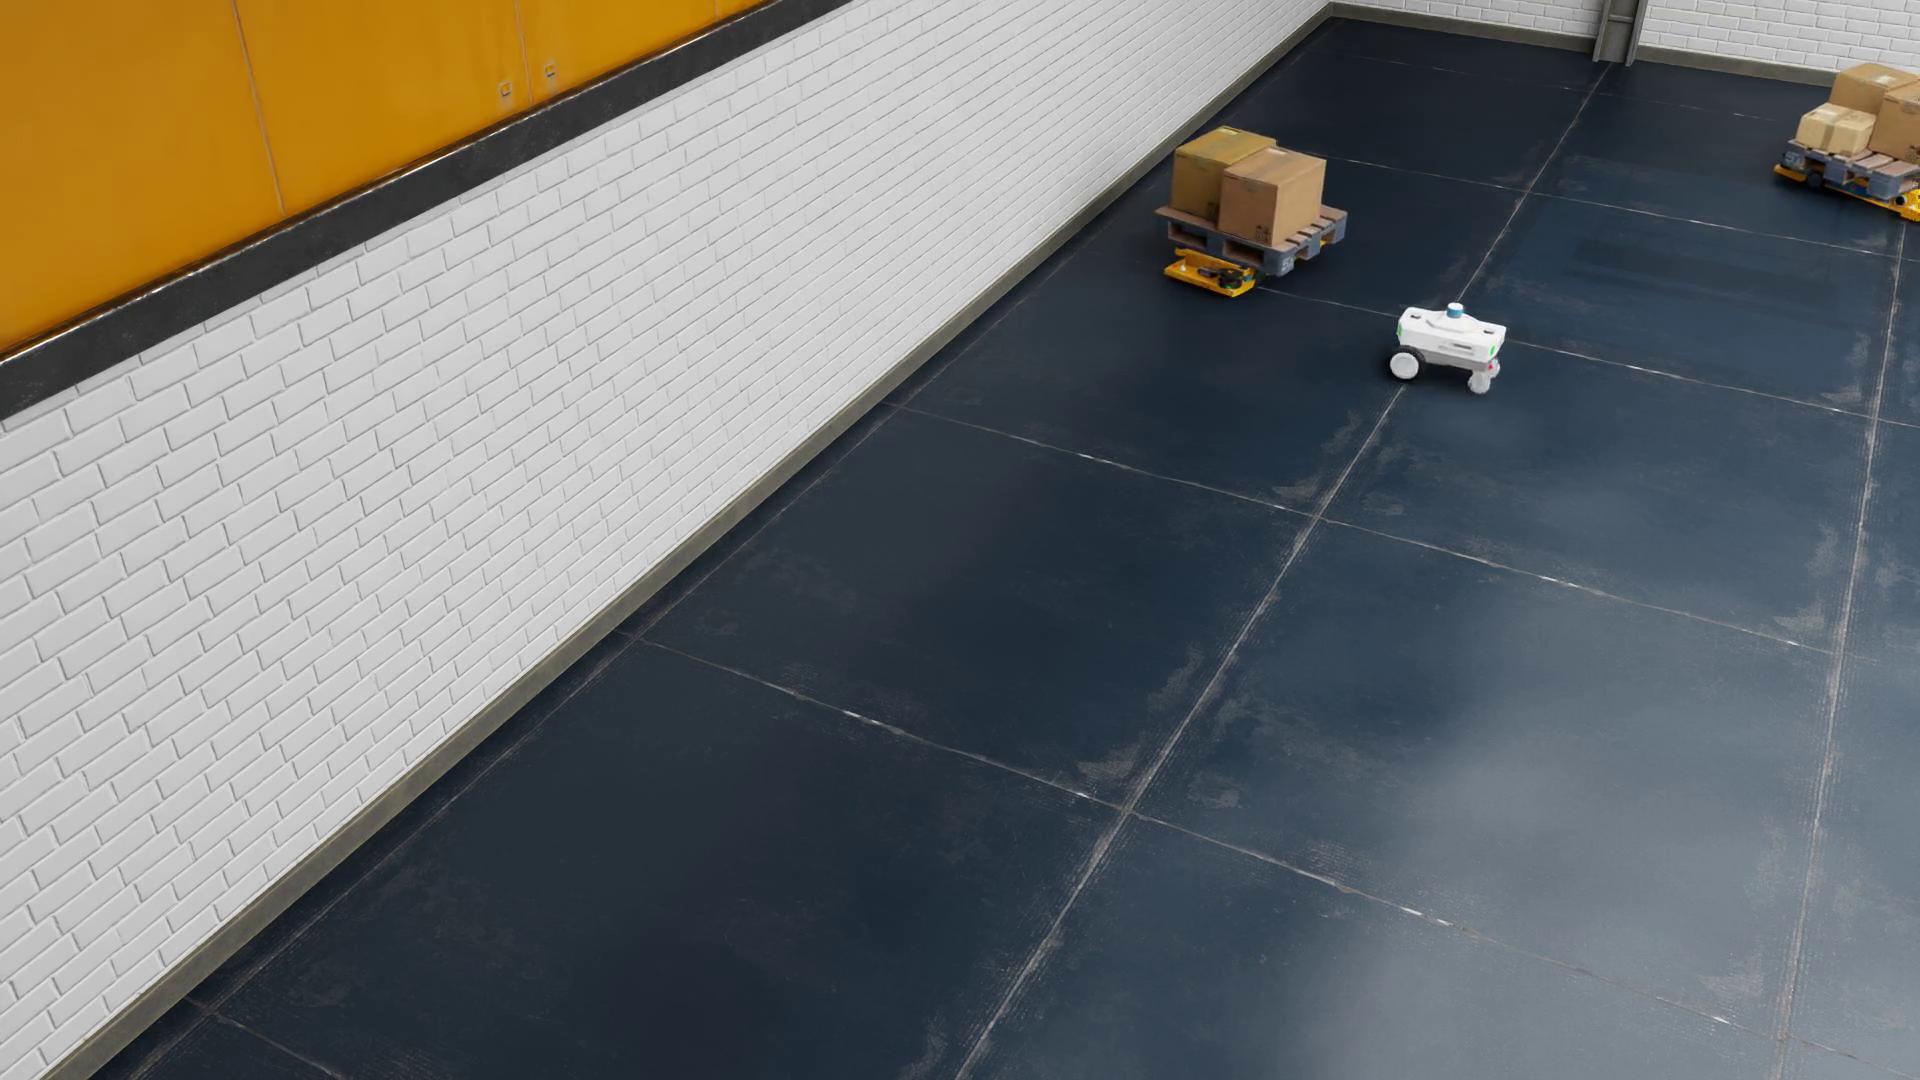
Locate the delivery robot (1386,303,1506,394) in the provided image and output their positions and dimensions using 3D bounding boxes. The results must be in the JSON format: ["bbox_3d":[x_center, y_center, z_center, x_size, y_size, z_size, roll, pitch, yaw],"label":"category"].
[{"bbox_3d":[3.464,-1.394,11.784,0.767,0.583,0.499,16,37,23],"label":"delivery robot"}]

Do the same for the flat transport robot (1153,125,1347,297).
[{"bbox_3d":[2.334,-2.356,13.483,0.659,0.231,1.431,25,41,33],"label":"flat transport robot"}]

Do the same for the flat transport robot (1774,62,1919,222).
[{"bbox_3d":[8.049,-3.181,14.711,0.659,0.231,1.431,-21,39,-28],"label":"flat transport robot"}]
